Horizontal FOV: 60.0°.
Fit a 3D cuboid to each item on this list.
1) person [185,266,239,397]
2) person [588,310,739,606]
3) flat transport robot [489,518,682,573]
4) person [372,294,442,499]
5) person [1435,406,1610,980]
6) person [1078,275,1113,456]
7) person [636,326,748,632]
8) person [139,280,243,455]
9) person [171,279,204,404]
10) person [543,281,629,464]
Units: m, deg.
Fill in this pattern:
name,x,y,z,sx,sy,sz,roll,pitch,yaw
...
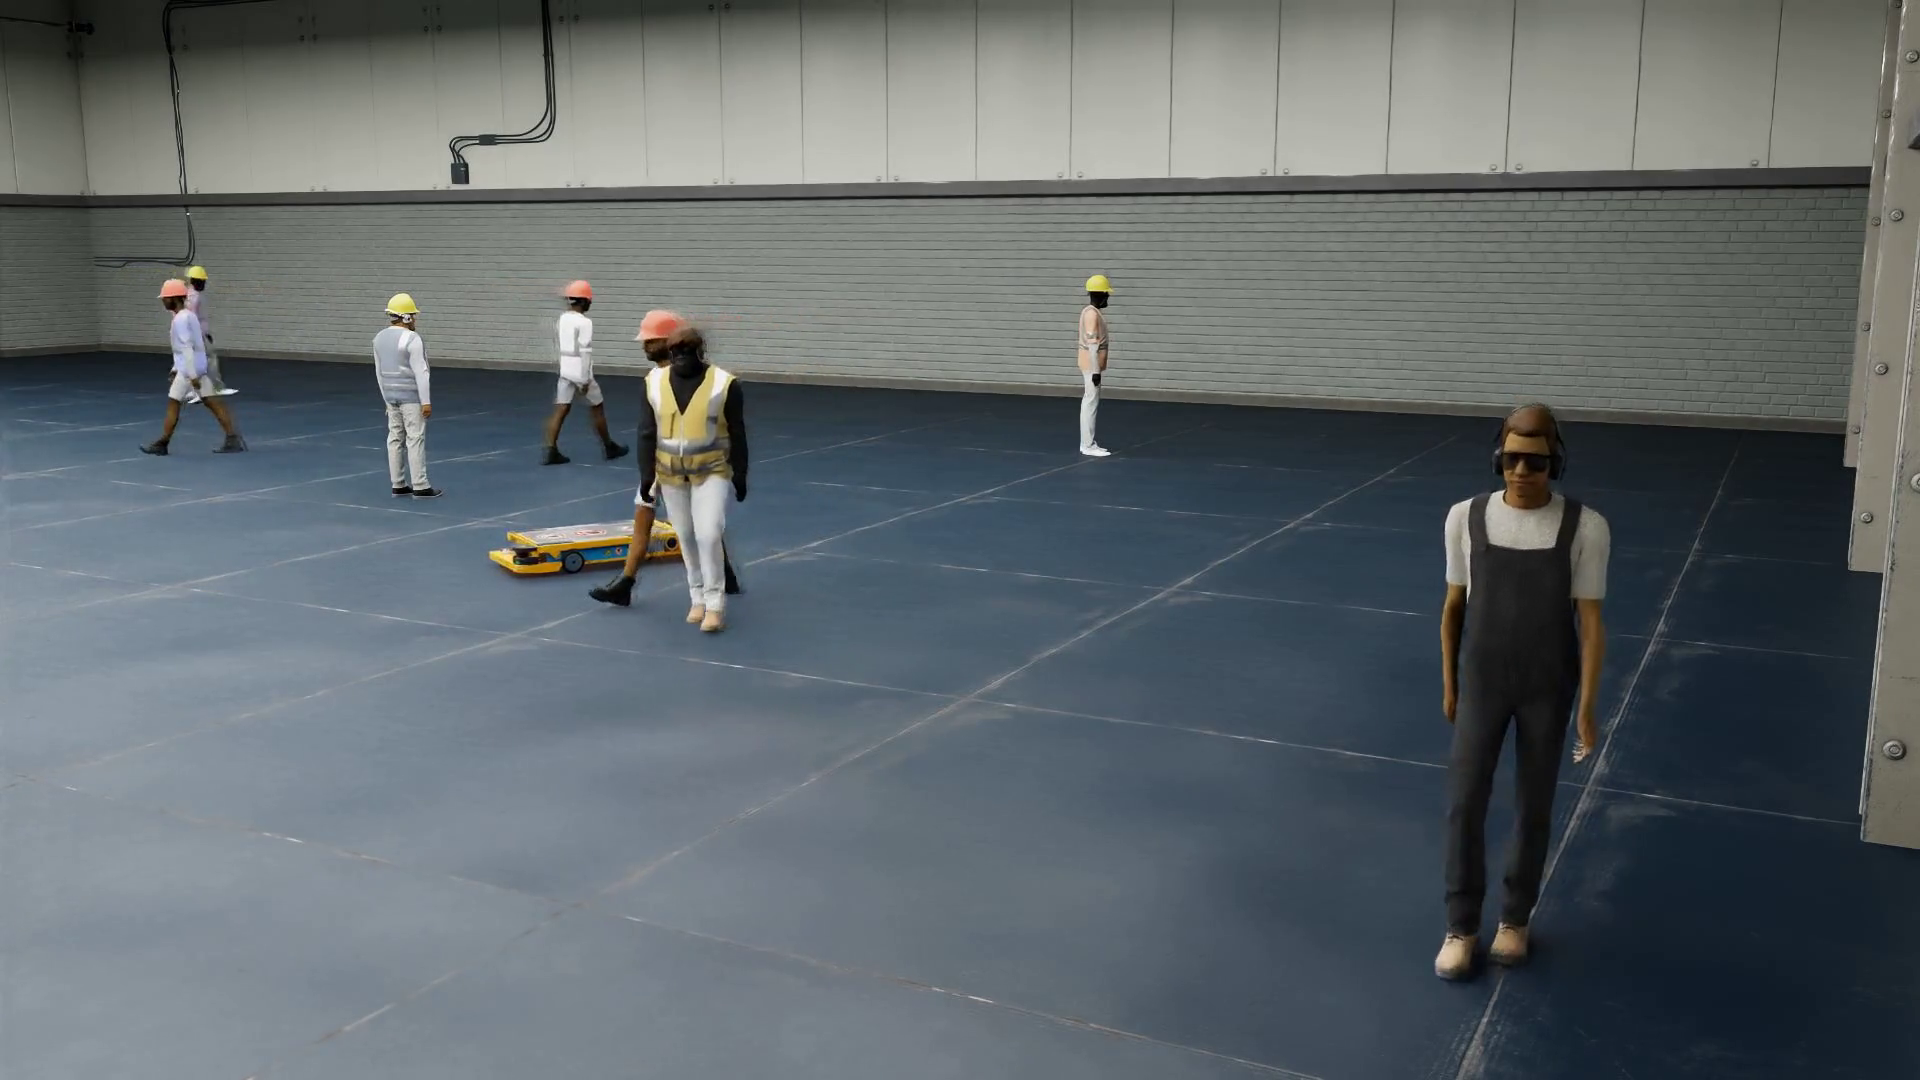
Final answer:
name,x,y,z,sx,sy,sz,roll,pitch,yaw
person,-10.997,-3.023,24.245,0.857,1.894,0.593,-7,12,-32
person,-1.868,-0.514,10.597,1.032,1.883,0.551,-9,14,-40
flat transport robot,-2.601,0.029,12.013,1.431,0.197,0.652,-7,12,-32
person,-4.942,-1.277,14.876,0.589,1.833,0.404,6,12,30
person,1.743,0.496,5.220,0.513,1.822,0.639,5,11,23
person,1.445,-1.862,17.809,0.366,1.927,0.585,0,10,1
person,-1.619,-0.358,9.918,0.635,1.814,0.747,2,11,10
person,-8.272,-1.835,17.818,1.034,1.883,0.549,-1,10,-7
person,-10.775,-2.759,23.182,0.551,1.738,0.444,8,13,37
person,-3.928,-1.734,17.231,0.546,1.887,0.997,8,13,37
